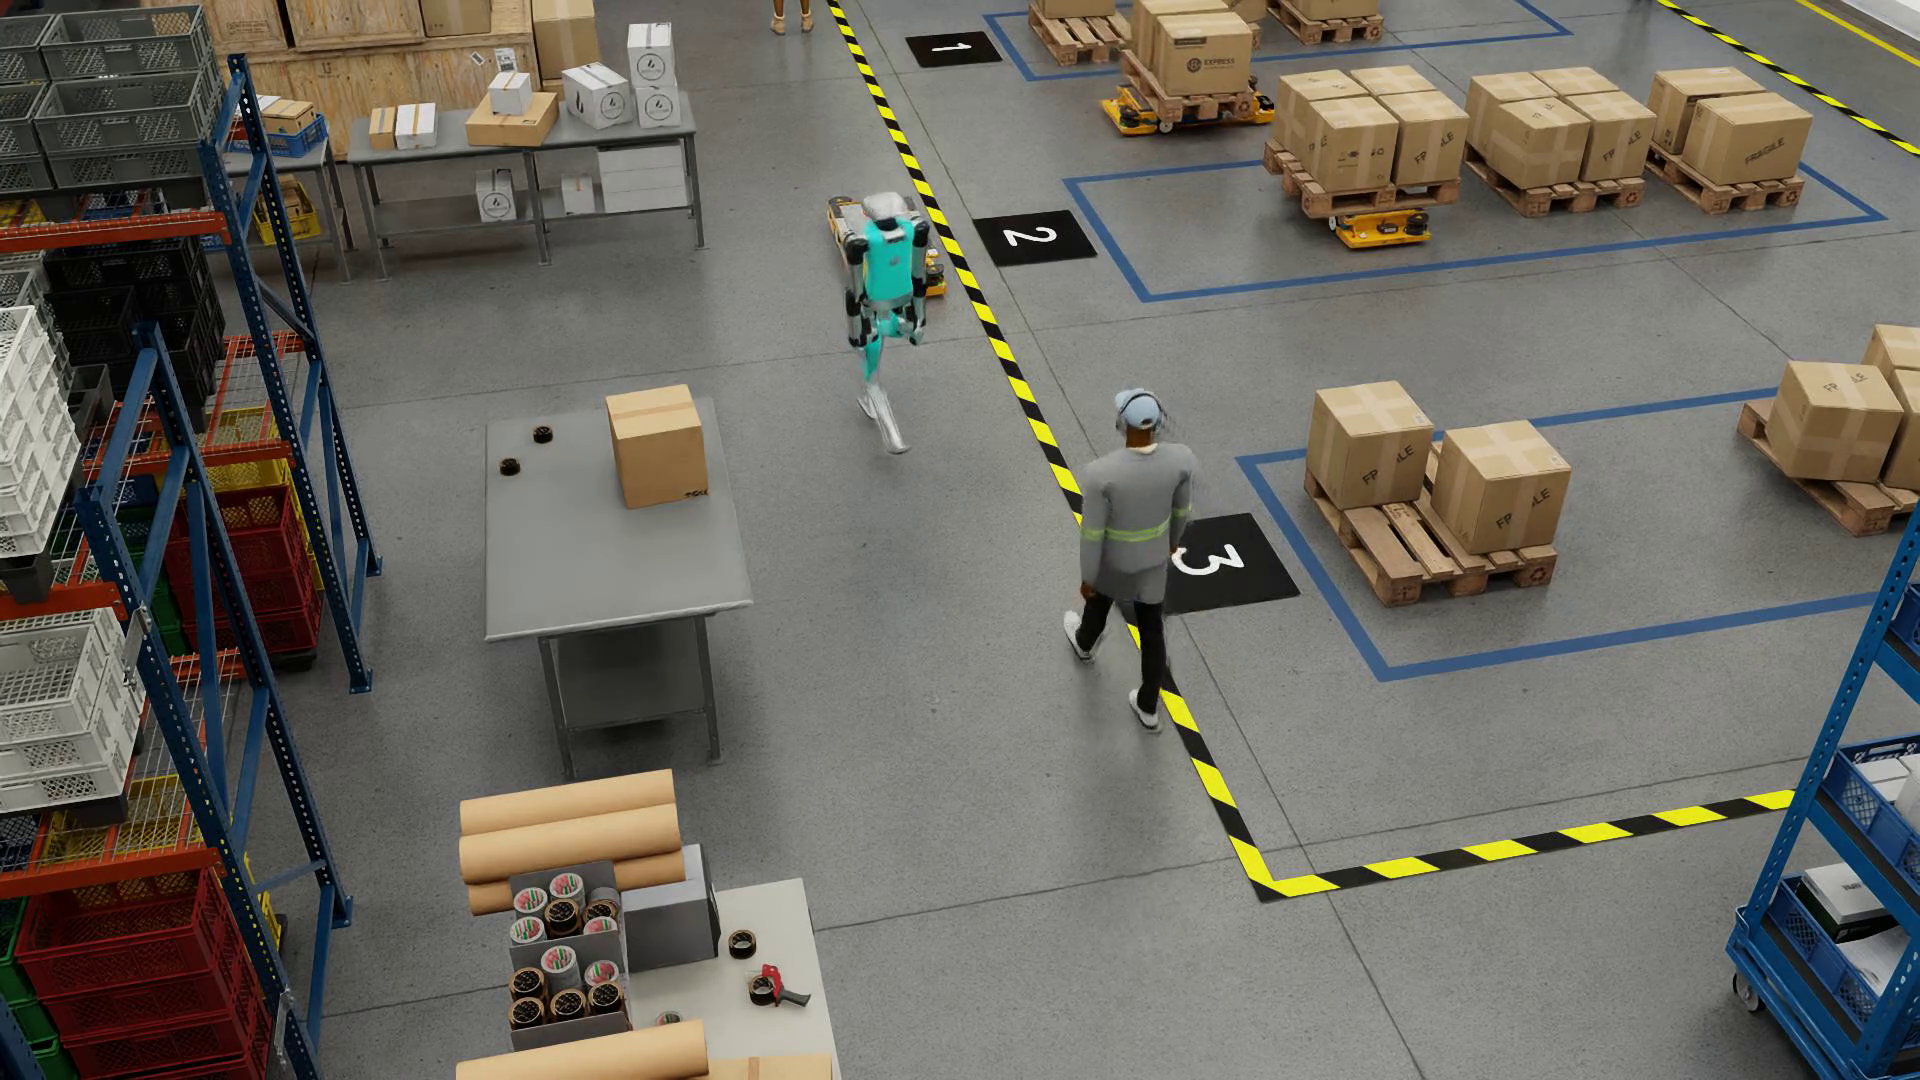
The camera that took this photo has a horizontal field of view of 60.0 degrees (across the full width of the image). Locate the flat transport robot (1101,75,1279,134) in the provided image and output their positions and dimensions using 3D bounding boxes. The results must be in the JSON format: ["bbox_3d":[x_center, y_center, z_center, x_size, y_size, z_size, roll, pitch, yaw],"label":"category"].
[{"bbox_3d":[2.033,-3.865,14.725,1.431,0.197,0.652,-8,37,-10],"label":"flat transport robot"}]

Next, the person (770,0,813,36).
[{"bbox_3d":[-1.689,-5.893,15.992,0.606,2.042,0.372,-8,37,-11],"label":"person"}]

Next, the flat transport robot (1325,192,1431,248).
[{"bbox_3d":[3.134,-2.740,13.213,0.652,0.197,1.431,-8,37,-10],"label":"flat transport robot"}]

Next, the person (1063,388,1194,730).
[{"bbox_3d":[0.826,0.022,8.229,0.609,1.813,0.937,-10,38,-13],"label":"person"}]

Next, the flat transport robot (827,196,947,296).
[{"bbox_3d":[-0.570,-2.220,12.538,0.659,0.231,1.431,-8,37,-10],"label":"flat transport robot"}]

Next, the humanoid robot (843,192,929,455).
[{"bbox_3d":[-0.512,-1.372,10.169,0.545,1.732,1.034,-18,40,-22],"label":"humanoid robot"}]
